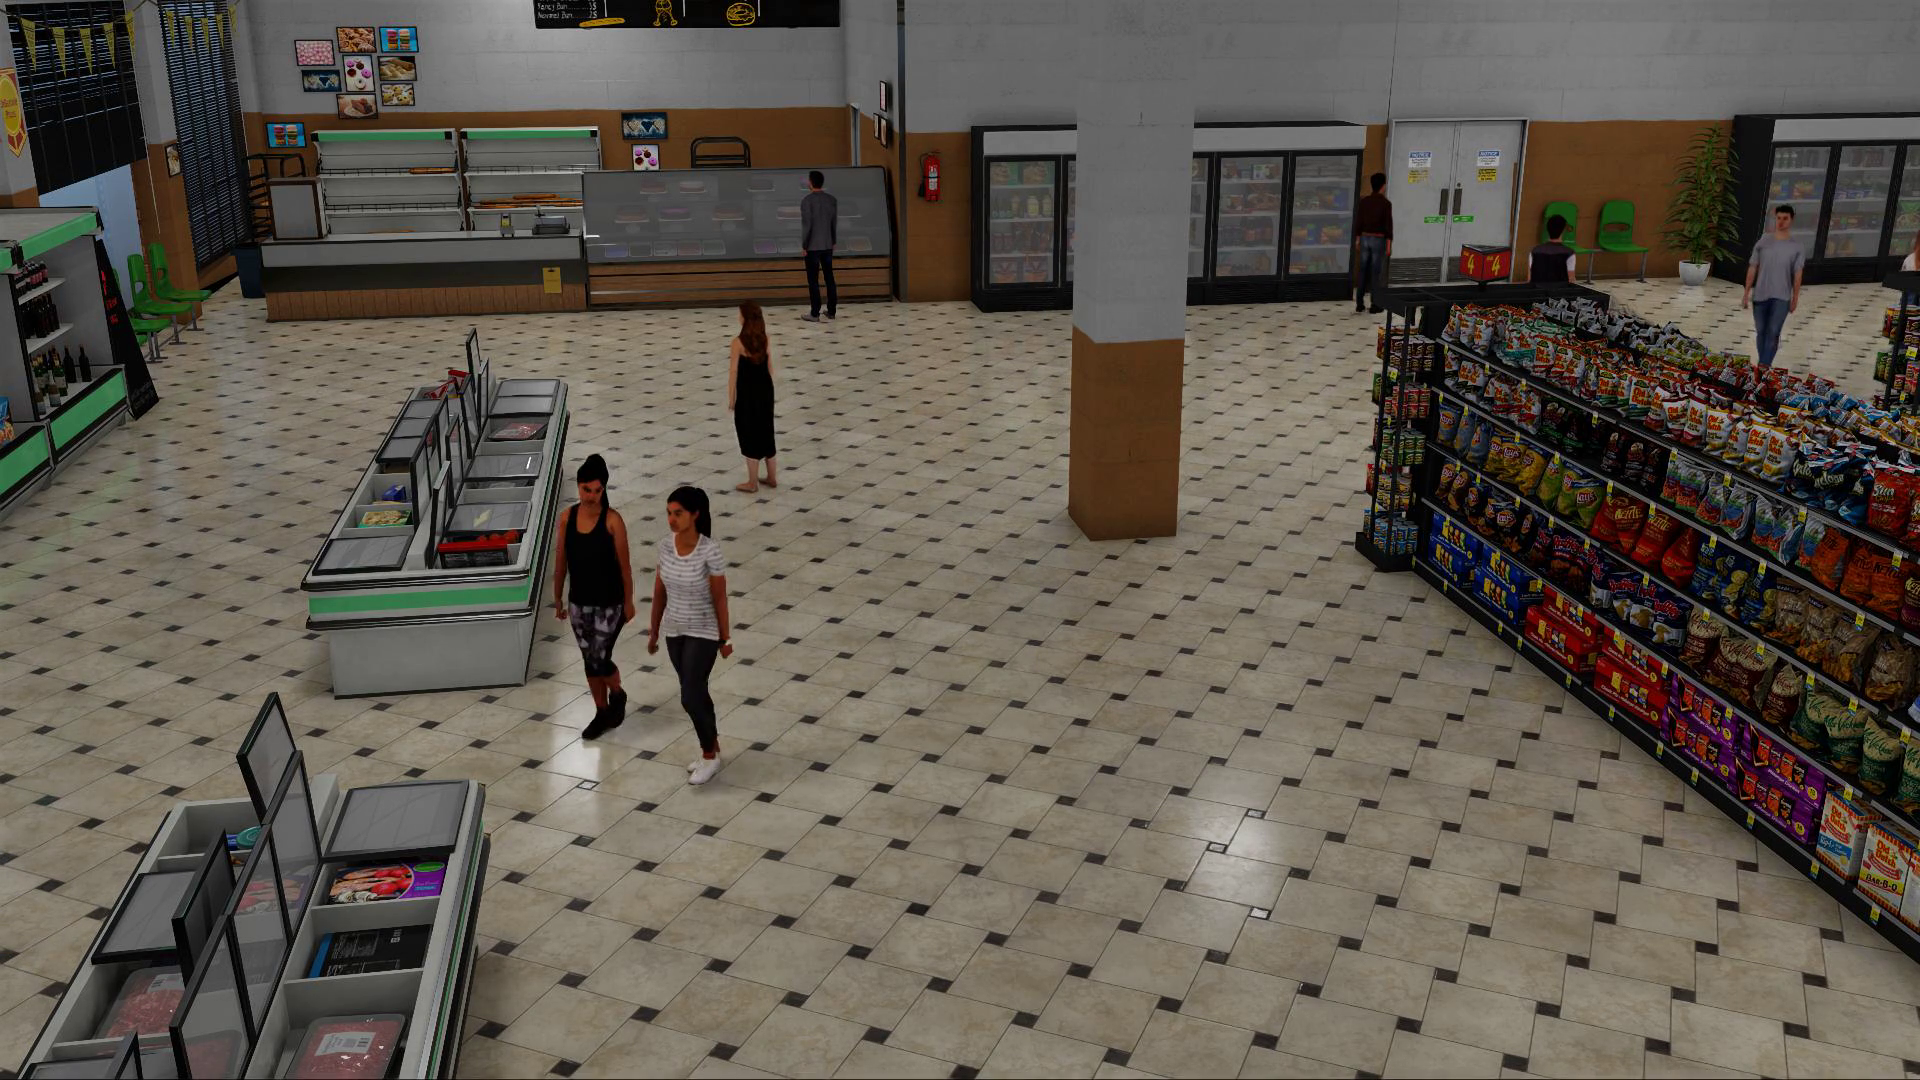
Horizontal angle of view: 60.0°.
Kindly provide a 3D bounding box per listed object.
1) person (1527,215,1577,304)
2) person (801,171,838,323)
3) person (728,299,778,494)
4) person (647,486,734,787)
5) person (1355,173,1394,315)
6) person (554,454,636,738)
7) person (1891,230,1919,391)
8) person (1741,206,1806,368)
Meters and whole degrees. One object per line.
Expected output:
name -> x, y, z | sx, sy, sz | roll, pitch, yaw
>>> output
person -> 6.049, -2.395, 17.138 | 1.158, 1.822, 1.133 | 17, 25, 41
person -> -1.775, -3.704, 20.938 | 0.782, 1.874, 0.793 | -16, 24, -39
person -> -1.720, -1.206, 13.925 | 0.679, 1.622, 0.713 | -16, 24, -39
person -> -1.373, 0.476, 8.920 | 0.704, 1.632, 0.765 | 13, 23, 35
person -> 5.326, -3.830, 21.464 | 0.680, 1.778, 0.772 | 15, 24, 38
person -> -2.000, 0.302, 9.389 | 0.734, 1.664, 0.760 | 7, 20, 19
person -> 9.911, -2.390, 17.302 | 0.812, 1.709, 0.746 | -10, 21, -28
person -> 8.684, -2.606, 17.718 | 1.156, 1.853, 1.139 | 17, 25, 41
